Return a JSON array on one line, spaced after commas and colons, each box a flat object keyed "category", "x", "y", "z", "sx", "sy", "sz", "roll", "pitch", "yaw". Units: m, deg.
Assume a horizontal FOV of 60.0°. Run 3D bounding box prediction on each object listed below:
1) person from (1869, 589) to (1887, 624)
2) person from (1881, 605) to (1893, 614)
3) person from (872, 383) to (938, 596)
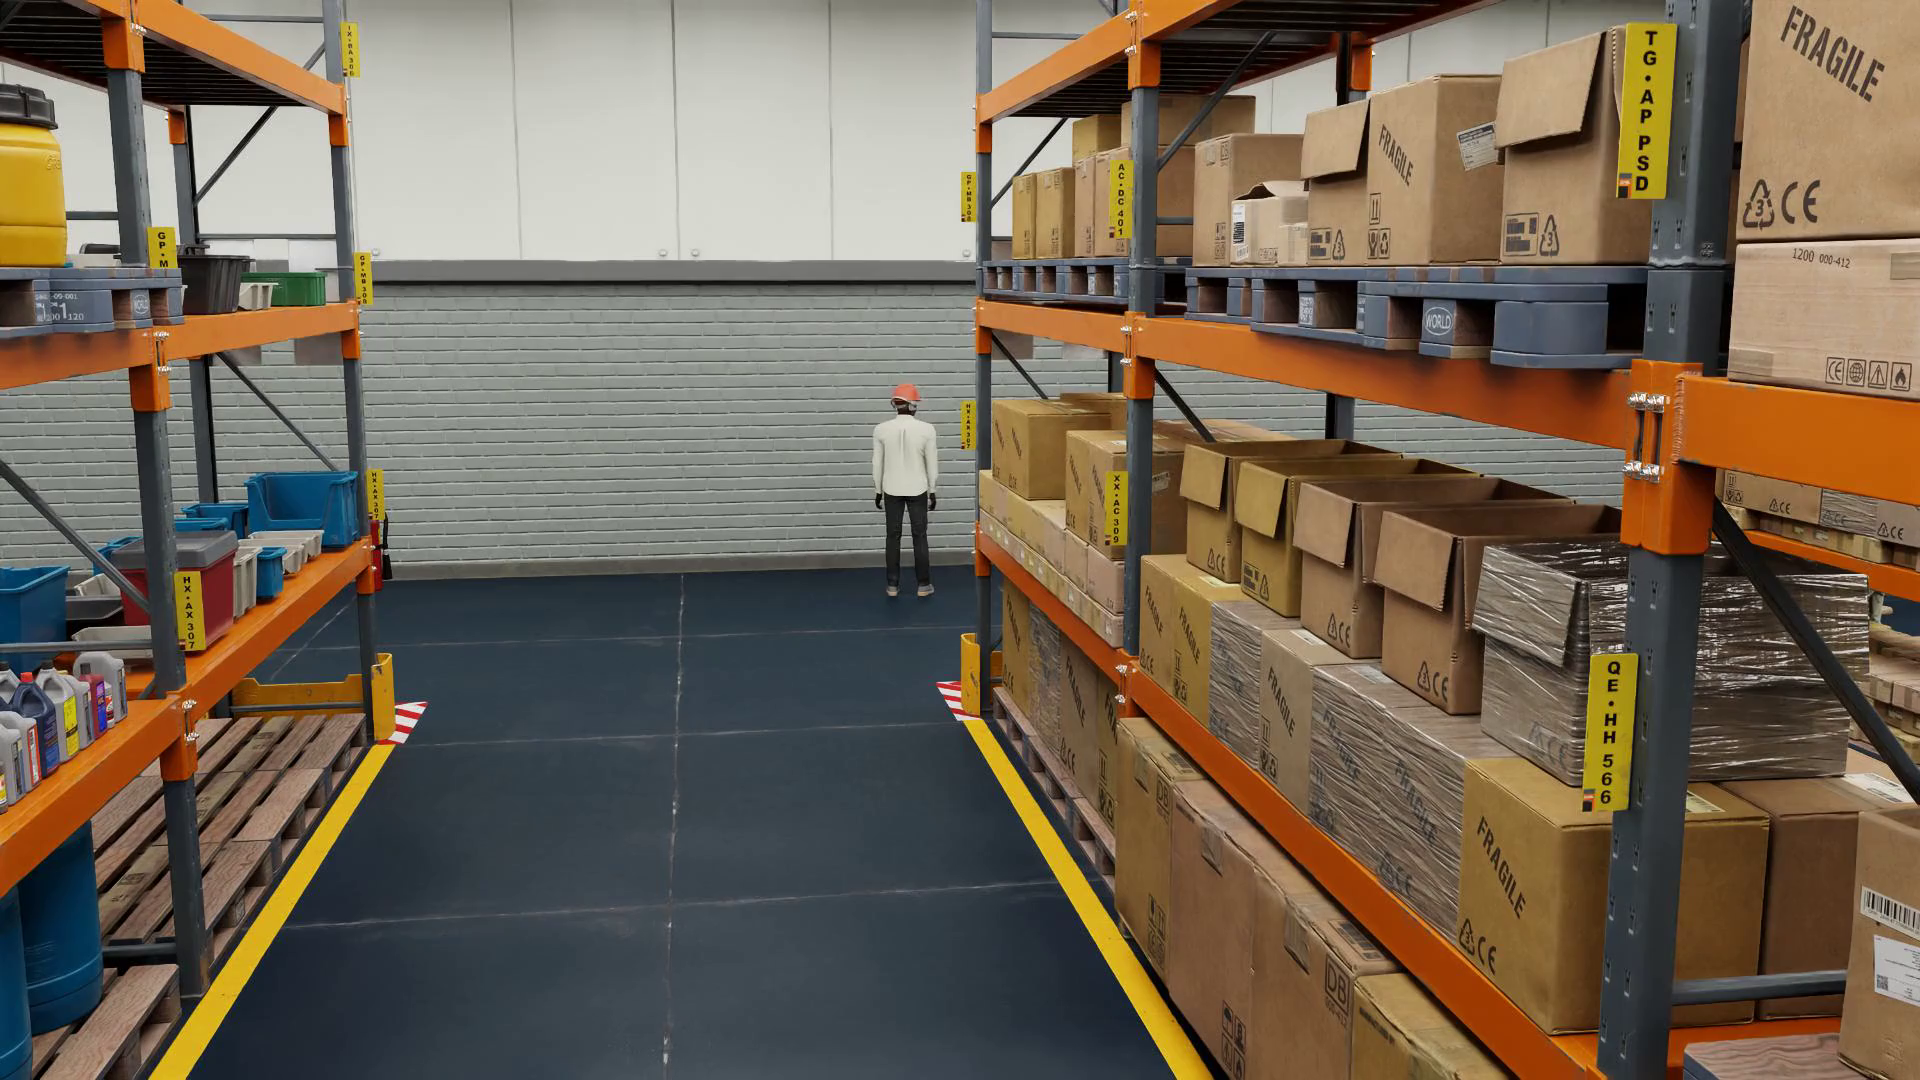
[{"category": "person", "x": 6.106, "y": 0.293, "z": 11.262, "sx": 0.512, "sy": 1.860, "sz": 0.331, "roll": -5, "pitch": 10, "yaw": -27}, {"category": "person", "x": 8.143, "y": -0.272, "z": 14.806, "sx": 0.429, "sy": 1.838, "sz": 0.622, "roll": 2, "pitch": 10, "yaw": 15}, {"category": "person", "x": -0.508, "y": -0.466, "z": 15.519, "sx": 0.612, "sy": 1.991, "sz": 0.392, "roll": 1, "pitch": 9, "yaw": 6}]
